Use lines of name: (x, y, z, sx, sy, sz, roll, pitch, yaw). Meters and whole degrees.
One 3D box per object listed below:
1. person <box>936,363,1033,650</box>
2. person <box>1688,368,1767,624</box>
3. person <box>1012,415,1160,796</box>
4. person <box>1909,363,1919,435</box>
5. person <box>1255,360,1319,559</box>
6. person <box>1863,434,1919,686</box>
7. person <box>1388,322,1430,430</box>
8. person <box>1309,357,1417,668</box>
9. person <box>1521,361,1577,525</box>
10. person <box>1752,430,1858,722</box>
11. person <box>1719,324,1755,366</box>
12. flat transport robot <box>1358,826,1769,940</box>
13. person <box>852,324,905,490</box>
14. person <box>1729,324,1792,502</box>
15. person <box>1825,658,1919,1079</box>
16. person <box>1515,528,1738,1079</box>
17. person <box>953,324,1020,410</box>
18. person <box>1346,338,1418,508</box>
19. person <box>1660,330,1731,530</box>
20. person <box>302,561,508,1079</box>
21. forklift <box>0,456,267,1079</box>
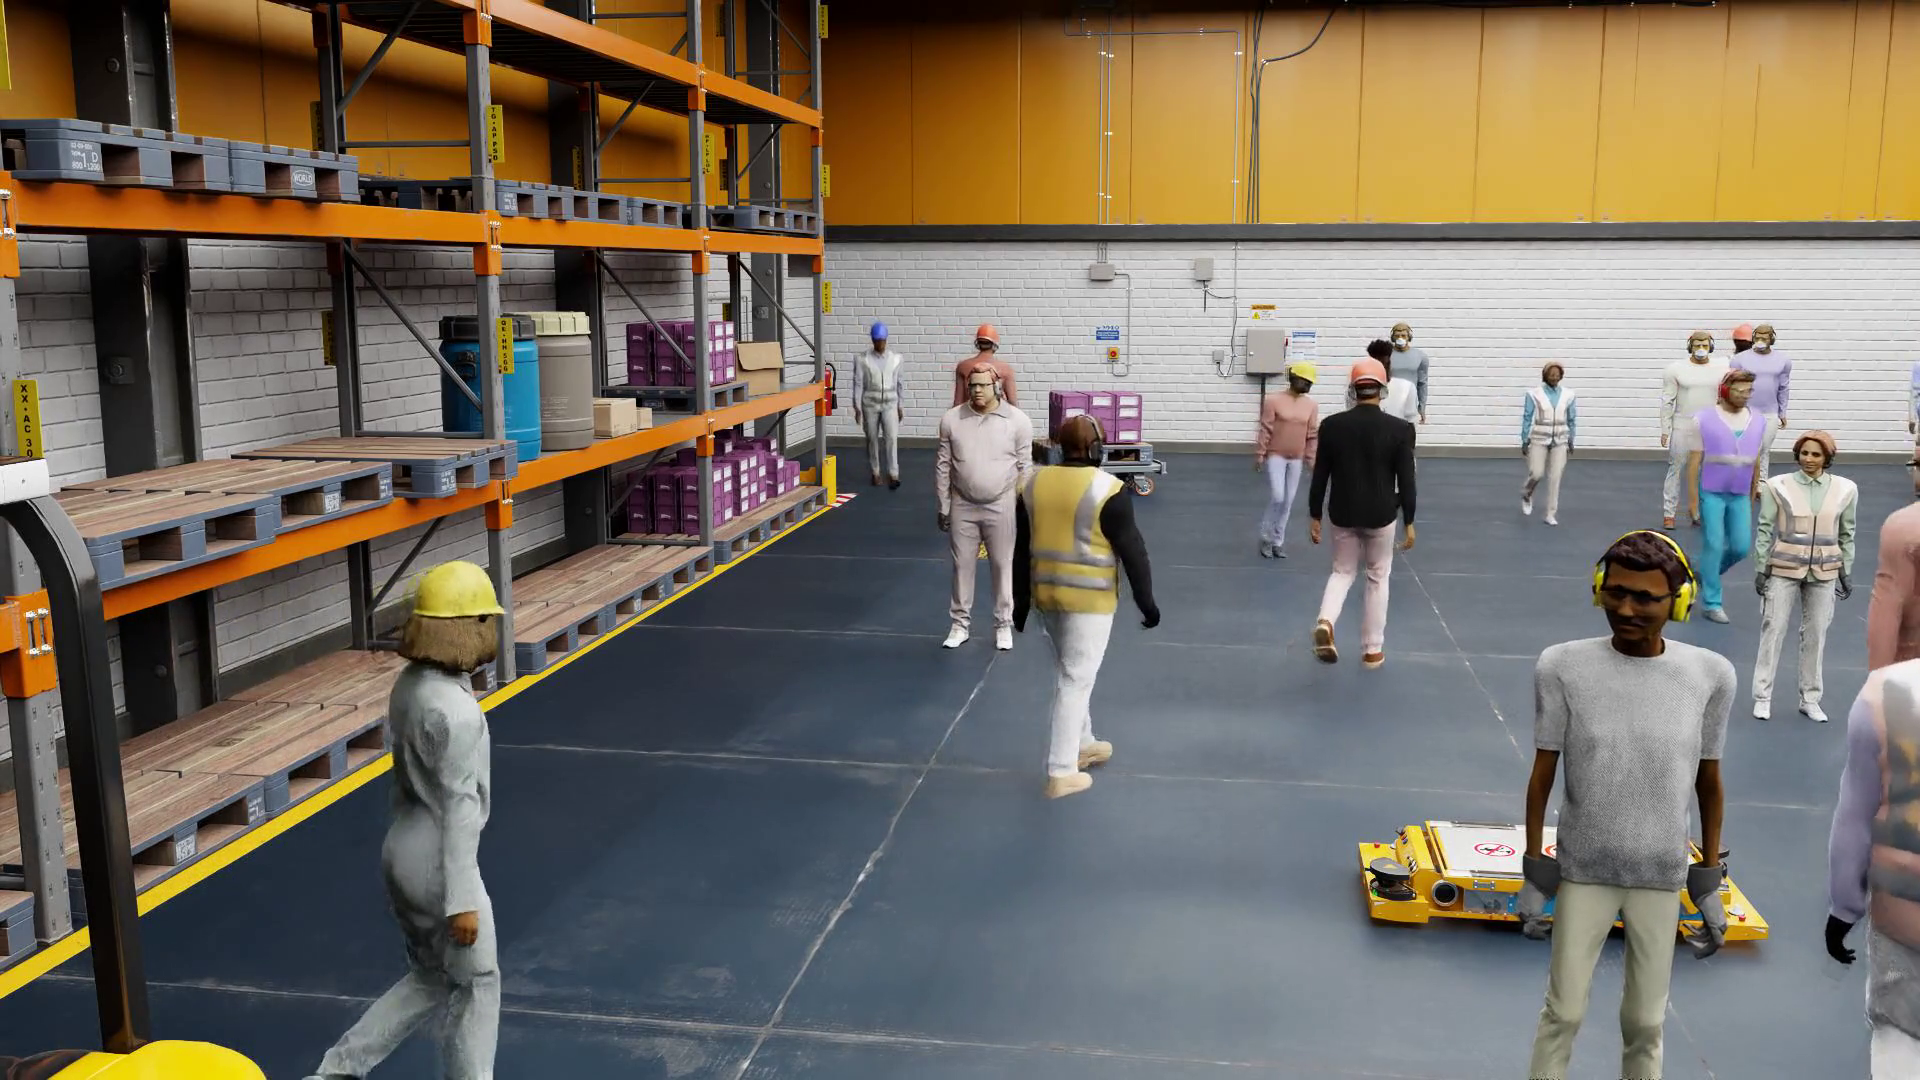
person: (0.153, -0.215, 10.991, 0.644, 1.907, 0.400, 2, 9, 11)
person: (5.463, -0.330, 11.957, 0.562, 1.822, 0.536, -1, 9, -5)
person: (0.636, 0.299, 8.125, 0.804, 1.811, 0.654, -9, 13, -44)
person: (10.666, -1.358, 18.144, 0.557, 1.868, 1.044, 5, 11, 29)
person: (2.848, -0.693, 14.455, 0.568, 1.729, 0.458, -3, 10, -17)
person: (4.048, 0.488, 6.782, 0.646, 1.868, 0.877, -2, 9, -13)
person: (4.891, -1.457, 18.548, 0.630, 1.938, 0.366, 2, 9, 11)
person: (2.498, -0.149, 10.389, 0.650, 1.968, 0.645, 5, 10, 27)
person: (5.831, -0.971, 16.513, 0.526, 1.624, 0.443, 1, 9, 3)
person: (4.690, 0.201, 9.252, 0.517, 1.636, 0.314, 2, 9, 11)
person: (8.924, -1.548, 19.238, 0.553, 1.908, 0.929, -4, 10, -21)
flat transport robot: (2.325, 1.321, 6.541, 1.431, 0.197, 0.652, 1, 9, 9)
person: (-0.922, -1.524, 19.090, 0.635, 1.889, 1.003, -2, 9, -13)
person: (8.609, -1.360, 17.957, 0.630, 1.935, 0.366, 2, 9, 11)
person: (2.485, 0.949, 4.071, 0.656, 1.821, 0.467, 5, 11, 31)
person: (1.722, 0.889, 4.318, 0.518, 1.862, 0.323, 2, 9, 11)
person: (0.302, -1.174, 16.683, 0.649, 1.965, 0.829, 3, 10, 19)
person: (3.578, -0.754, 14.192, 0.618, 1.942, 0.713, 0, 9, 2)
person: (7.096, -1.056, 16.076, 0.630, 1.938, 0.366, 2, 9, 11)
person: (-1.509, 0.917, 4.586, 0.601, 1.715, 0.524, -7, 11, -36)
forklift: (-2.328, 0.975, 2.765, 2.313, 2.155, 1.214, 1, 9, 9)
